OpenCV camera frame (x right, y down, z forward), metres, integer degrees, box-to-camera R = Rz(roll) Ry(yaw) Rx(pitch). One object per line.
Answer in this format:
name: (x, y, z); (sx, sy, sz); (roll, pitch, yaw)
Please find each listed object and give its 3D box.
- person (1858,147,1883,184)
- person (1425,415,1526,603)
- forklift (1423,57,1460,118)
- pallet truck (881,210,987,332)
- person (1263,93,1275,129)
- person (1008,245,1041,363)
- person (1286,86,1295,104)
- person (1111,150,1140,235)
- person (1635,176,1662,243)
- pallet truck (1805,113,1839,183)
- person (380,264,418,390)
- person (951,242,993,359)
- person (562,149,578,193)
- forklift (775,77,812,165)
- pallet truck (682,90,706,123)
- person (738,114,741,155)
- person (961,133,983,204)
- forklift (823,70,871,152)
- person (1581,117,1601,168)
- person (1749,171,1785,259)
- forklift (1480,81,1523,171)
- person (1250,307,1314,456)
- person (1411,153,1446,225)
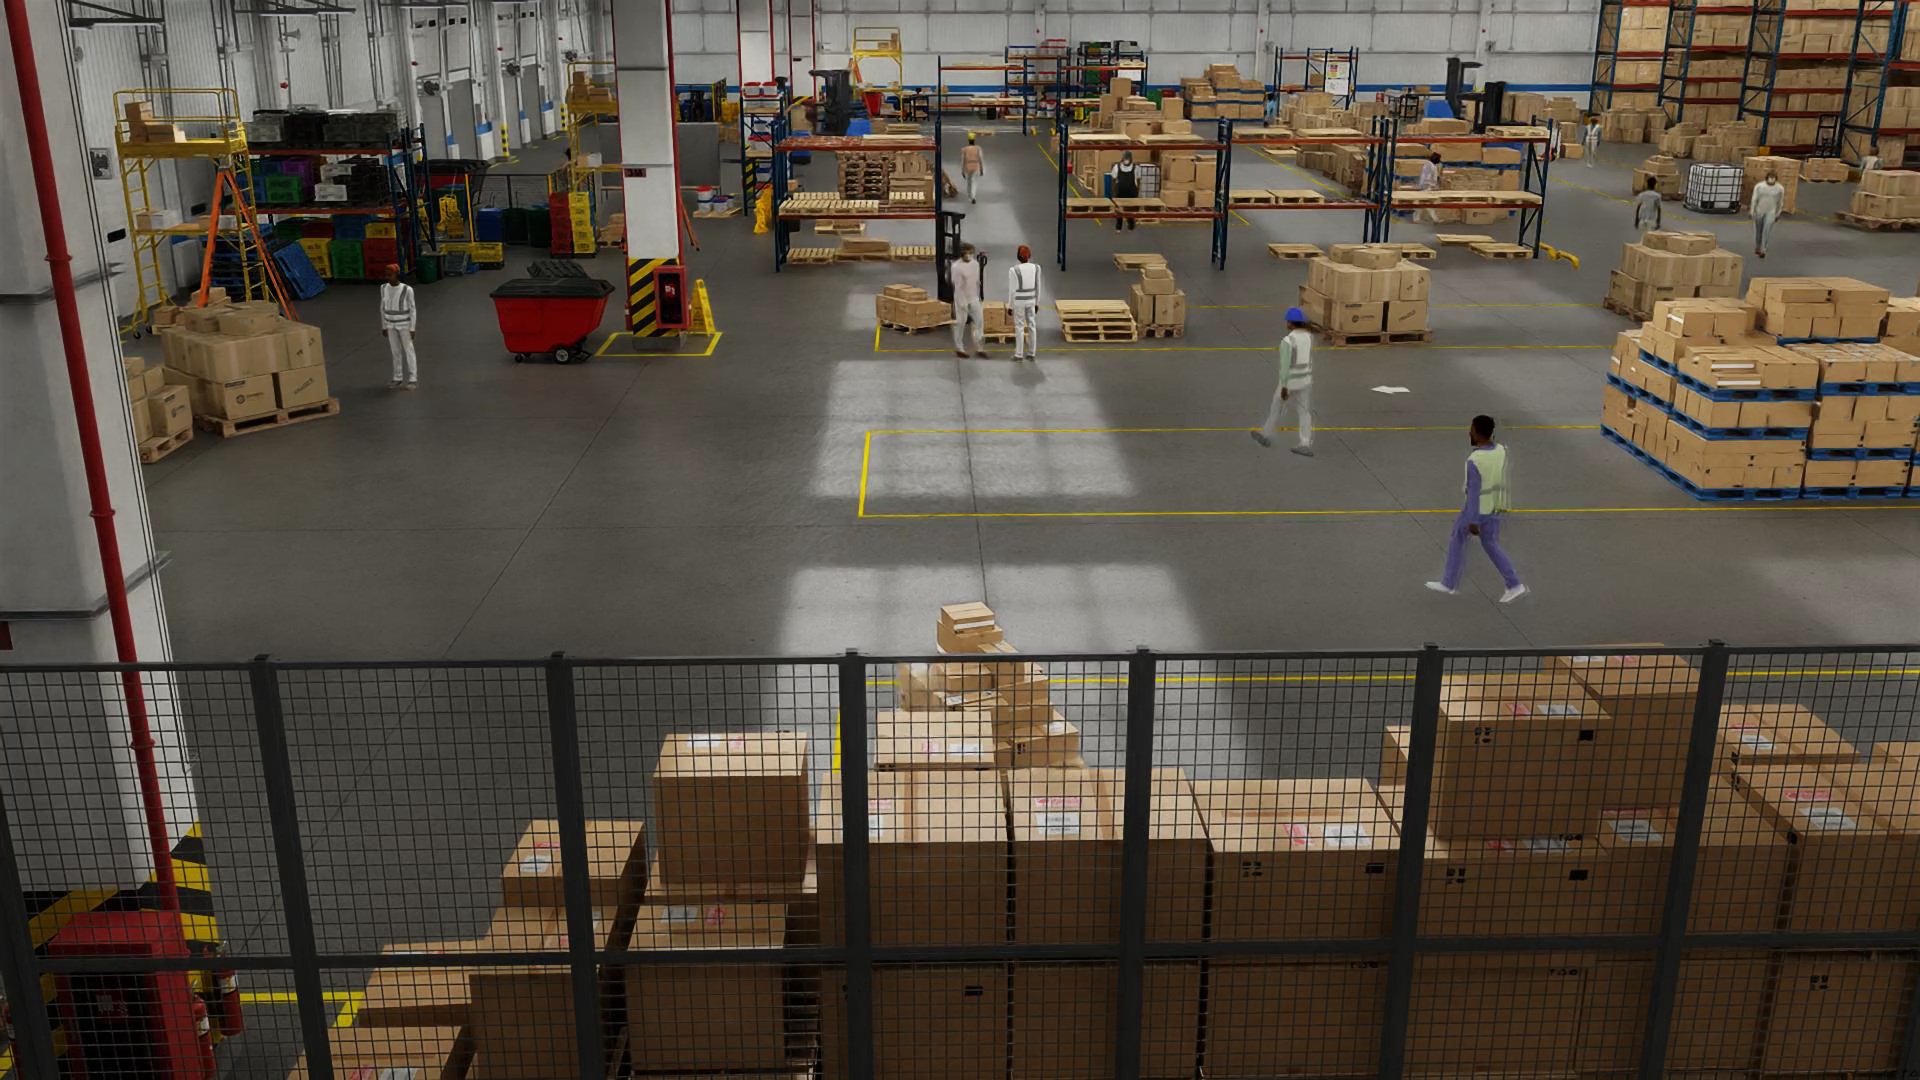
person: (24.485, -9.739, 44.689); (0.603, 1.616, 0.541); (-14, 23, -36)
person: (5.151, -0.309, 16.332); (0.591, 1.885, 0.929); (-16, 24, -39)
forklift: (20.270, -18.501, 68.755); (1.873, 2.768, 1.129); (2, 19, 5)
pallet truck: (-0.493, -4.759, 29.349); (1.885, 1.965, 0.823); (-13, 23, -34)
person: (12.126, -16.664, 65.194); (0.867, 1.646, 0.540); (-6, 20, -18)
person: (1.020, -3.770, 26.590); (0.576, 1.885, 0.355); (-11, 21, -29)
person: (12.990, -16.941, 65.630); (0.420, 1.912, 0.566); (4, 19, 11)
person: (3.969, -8.377, 40.017); (0.700, 2.000, 0.535); (3, 19, 8)
person: (14.899, -6.941, 36.045); (0.699, 1.855, 0.523); (-18, 25, -42)
pallet truck: (26.403, -11.957, 50.702); (0.823, 1.965, 1.885); (6, 19, 16)
person: (-8.392, -3.184, 24.856); (0.575, 1.883, 0.355); (6, 19, 16)
person: (0.178, -3.809, 26.667); (0.638, 1.903, 0.843); (-16, 24, -38)
person: (-10.135, -9.426, 43.698); (0.791, 1.657, 0.548); (13, 23, 34)
forklift: (-5.917, -13.894, 55.089); (1.873, 2.768, 1.129); (-1, 19, -1)
pallet truck: (-9.671, -15.907, 62.421); (0.823, 1.965, 1.885); (5, 19, 15)
person: (-7.305, -13.805, 56.292); (0.374, 1.925, 0.595); (0, 19, 0)
person: (0.326, -10.213, 45.700); (0.594, 1.897, 0.934); (0, 19, 0)
forklift: (-4.238, -15.375, 59.482); (1.873, 2.768, 1.129); (-10, 21, -26)
person: (20.597, -12.987, 54.354); (0.521, 1.614, 0.705); (16, 24, 38)
person: (17.876, -7.242, 36.899); (0.636, 1.894, 1.031); (11, 21, 29)
forklift: (16.868, -13.122, 52.798); (1.873, 2.768, 1.129); (14, 23, 36)
person: (4.253, -2.081, 21.554); (0.635, 1.893, 0.992); (-13, 23, -34)
person: (11.779, -8.752, 41.525); (0.950, 1.781, 0.696); (10, 21, 28)
